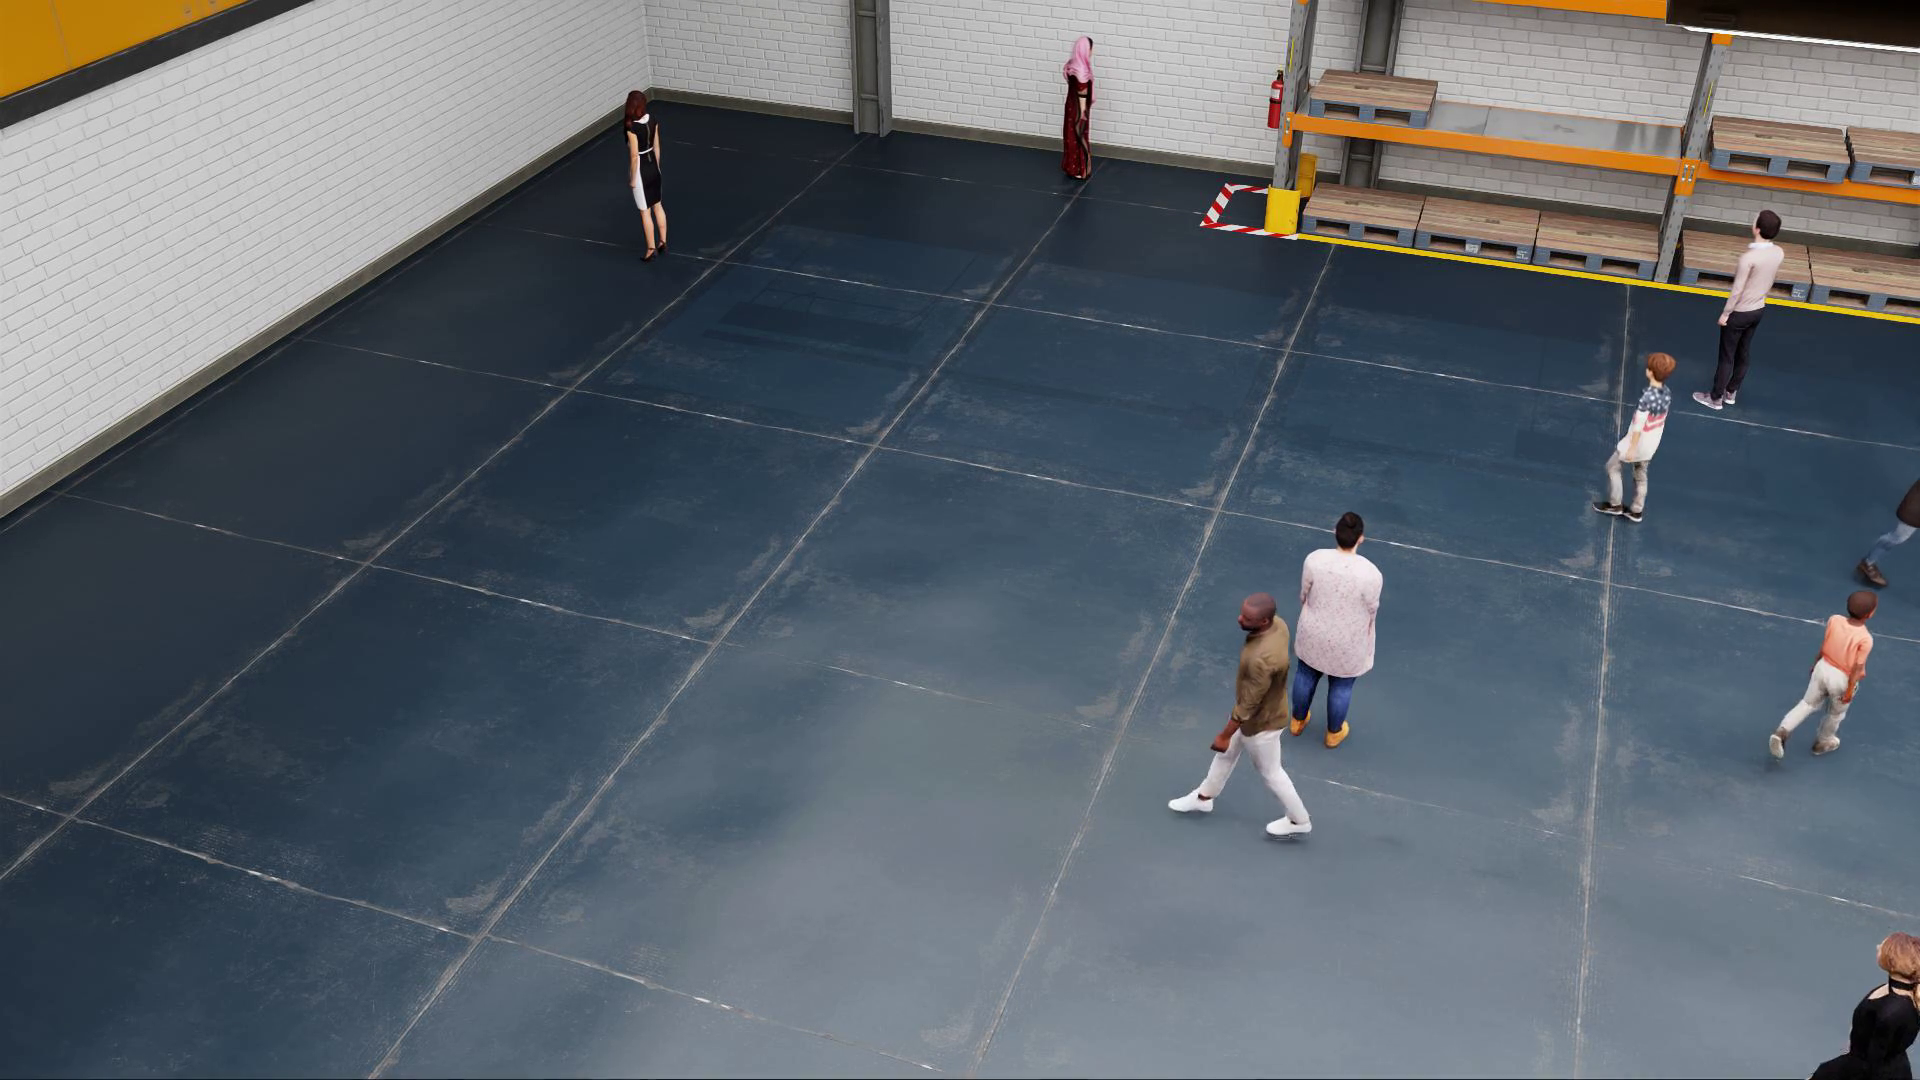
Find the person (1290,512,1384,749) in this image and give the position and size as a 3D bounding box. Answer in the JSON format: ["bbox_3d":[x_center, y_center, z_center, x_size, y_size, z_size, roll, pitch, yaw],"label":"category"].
[{"bbox_3d":[2.393,0.568,10.658,0.637,1.742,0.797,19,38,27],"label":"person"}]

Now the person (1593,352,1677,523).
[{"bbox_3d":[5.367,-0.762,12.942,0.658,1.428,0.712,-22,40,-30],"label":"person"}]

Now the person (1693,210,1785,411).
[{"bbox_3d":[6.816,-2.000,14.460,0.705,1.810,0.761,-15,37,-21],"label":"person"}]

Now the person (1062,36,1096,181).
[{"bbox_3d":[1.353,-4.964,19.080,0.745,1.631,0.752,-3,34,-4],"label":"person"}]

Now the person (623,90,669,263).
[{"bbox_3d":[-3.228,-3.736,17.084,0.551,1.796,0.624,19,38,27],"label":"person"}]

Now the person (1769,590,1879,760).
[{"bbox_3d":[5.527,0.886,10.583,0.863,1.294,0.801,-14,36,-20],"label":"person"}]

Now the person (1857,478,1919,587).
[{"bbox_3d":[6.958,-0.277,12.062,0.994,1.594,1.098,-19,38,-26],"label":"person"}]

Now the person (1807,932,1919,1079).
[{"bbox_3d":[4.258,2.557,7.682,0.969,1.724,1.145,-22,40,-30],"label":"person"}]

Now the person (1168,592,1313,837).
[{"bbox_3d":[1.851,1.072,9.855,1.189,1.791,0.894,5,34,7],"label":"person"}]
